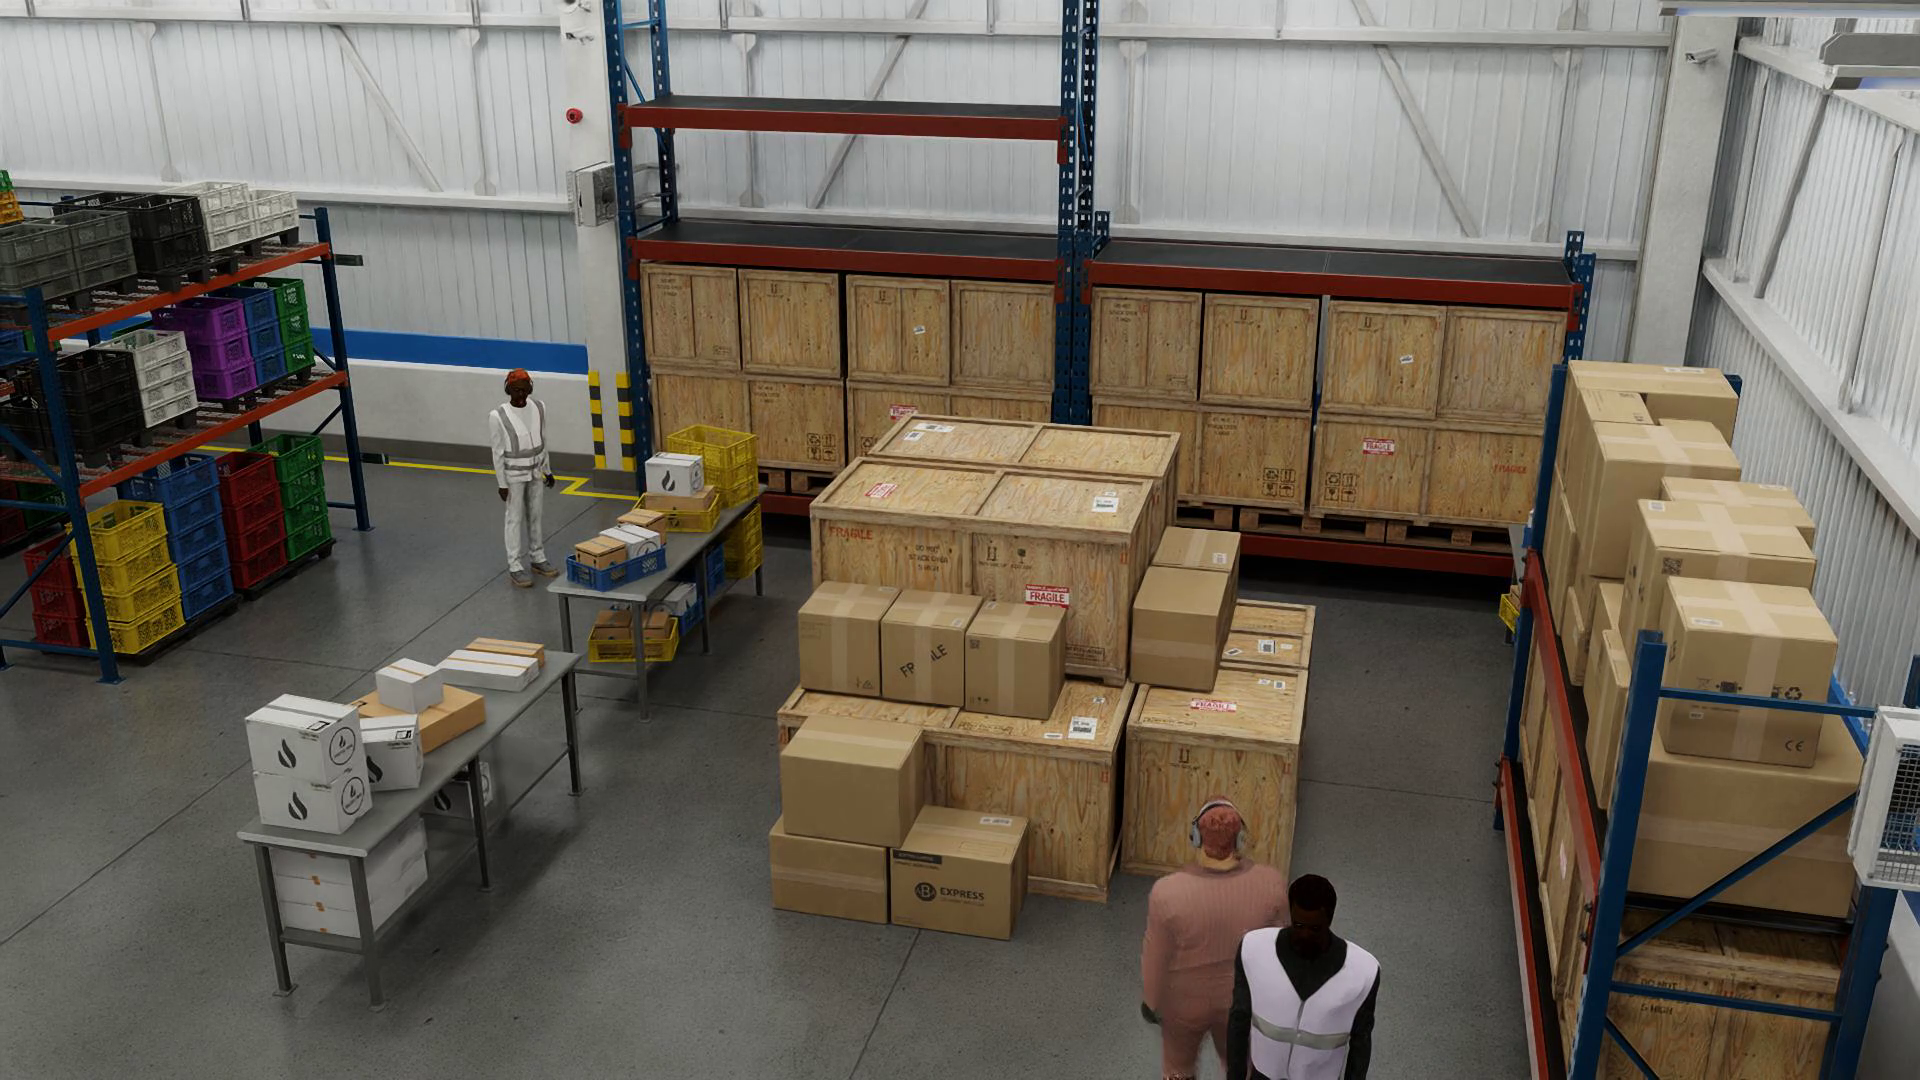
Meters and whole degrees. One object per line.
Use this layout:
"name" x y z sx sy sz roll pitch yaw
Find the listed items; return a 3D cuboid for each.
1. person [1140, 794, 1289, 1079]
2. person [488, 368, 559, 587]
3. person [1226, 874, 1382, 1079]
"person" 1.125 2.015 7.484 0.652 1.889 0.703 -3 21 -9
"person" -3.719 -0.551 14.209 0.360 1.882 0.575 15 25 34
"person" 1.399 2.219 6.910 0.593 1.920 0.392 5 22 13
